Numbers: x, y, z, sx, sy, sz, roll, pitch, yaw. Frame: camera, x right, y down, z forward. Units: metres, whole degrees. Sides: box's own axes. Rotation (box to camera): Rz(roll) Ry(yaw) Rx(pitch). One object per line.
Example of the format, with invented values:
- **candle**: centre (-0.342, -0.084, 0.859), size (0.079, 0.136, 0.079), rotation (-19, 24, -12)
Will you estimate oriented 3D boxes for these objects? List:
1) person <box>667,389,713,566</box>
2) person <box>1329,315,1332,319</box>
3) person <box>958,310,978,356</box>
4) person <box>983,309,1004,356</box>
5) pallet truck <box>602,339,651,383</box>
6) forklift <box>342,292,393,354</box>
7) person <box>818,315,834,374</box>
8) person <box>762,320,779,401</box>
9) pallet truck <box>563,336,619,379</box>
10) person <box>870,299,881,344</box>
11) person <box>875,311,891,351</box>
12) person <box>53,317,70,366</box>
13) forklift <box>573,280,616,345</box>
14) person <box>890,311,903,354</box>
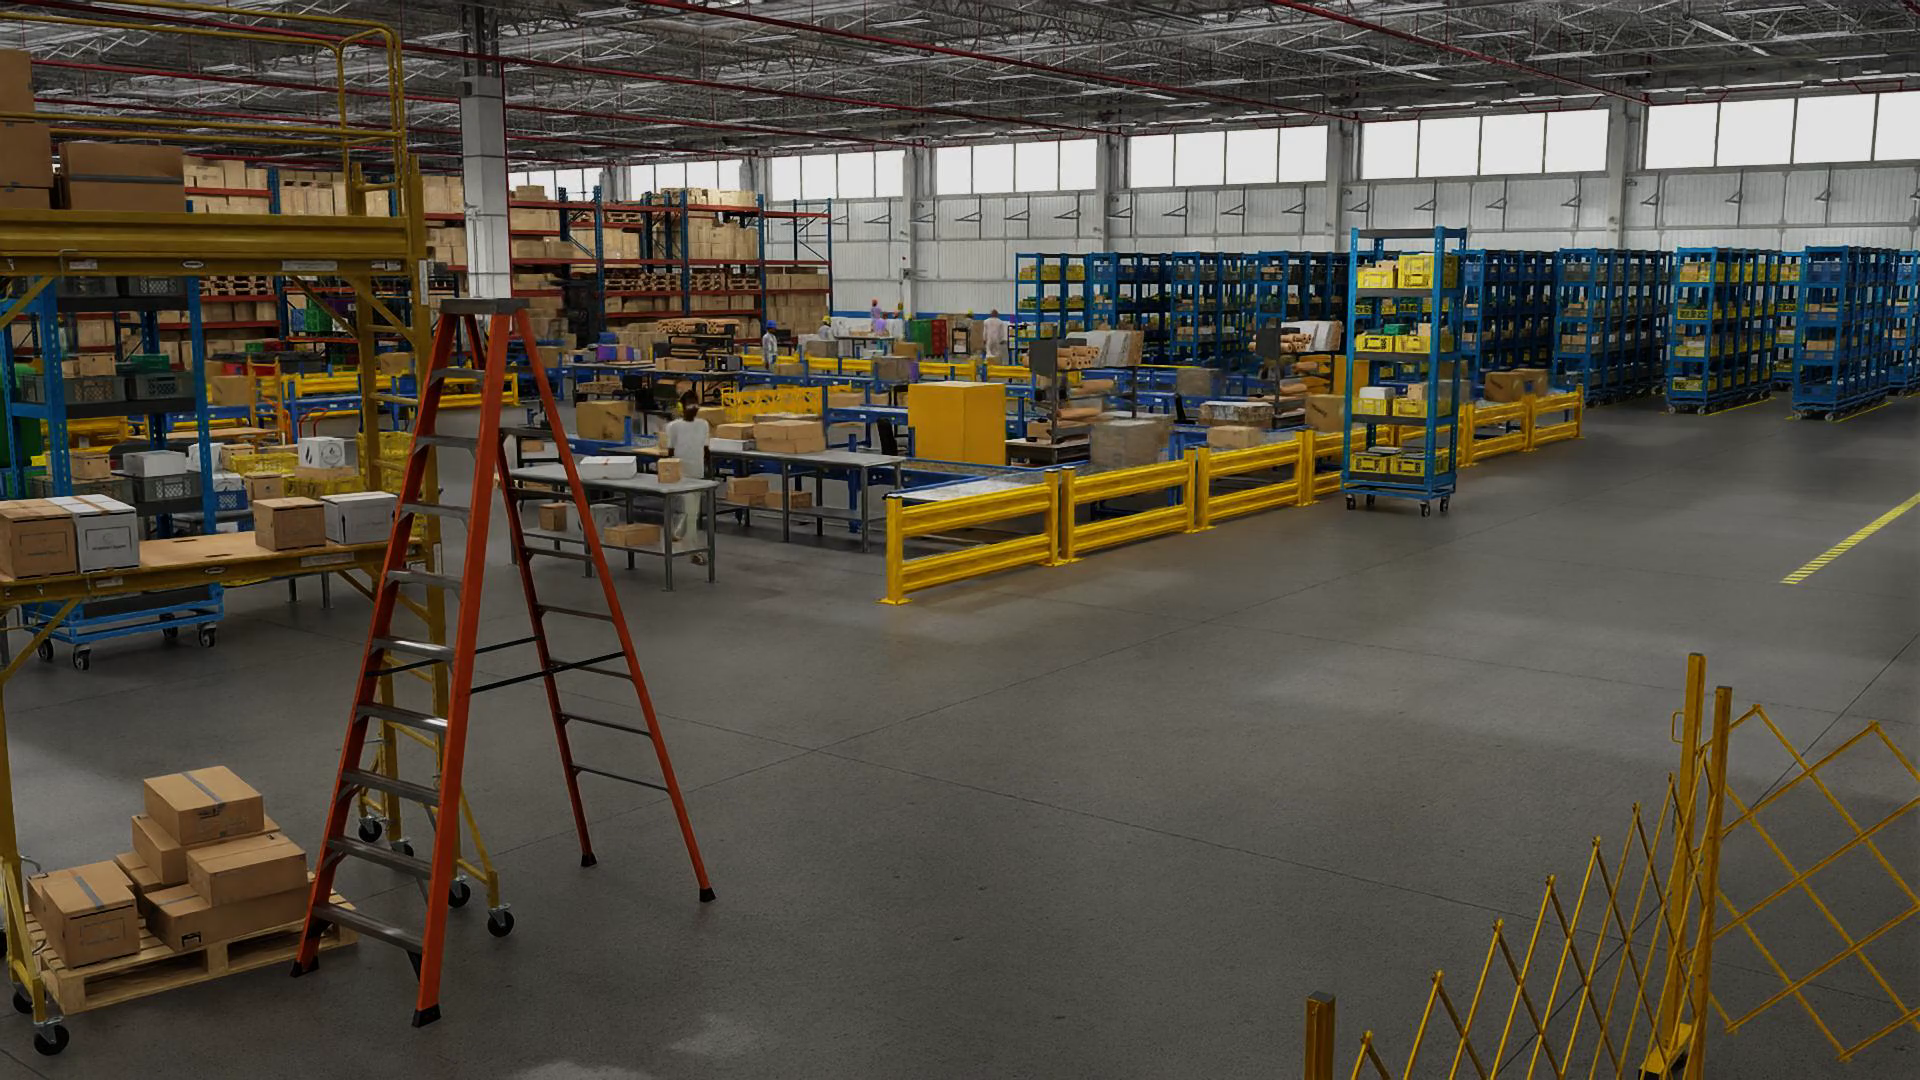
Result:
- **person**: centre (-2.876, -0.678, 17.525), size (0.526, 1.845, 0.846), rotation (-8, 12, -39)
- **person**: centre (11.877, -6.376, 53.115), size (0.403, 1.823, 0.586), rotation (3, 9, 17)
- **person**: centre (0.249, -7.601, 61.194), size (0.918, 1.685, 0.522), rotation (-5, 10, -26)
- **person**: centre (1.087, -6.438, 53.289), size (0.674, 1.888, 0.424), rotation (0, 9, 2)
- **pallet truck**: centre (-8.991, -4.871, 45.351), size (0.653, 1.274, 1.630), rotation (7, 11, 37)
- **forklift**: centre (-16.485, -5.622, 45.120), size (1.129, 2.768, 1.873), rotation (7, 11, 37)
- **person**: centre (-3.816, -5.545, 47.899), size (0.404, 1.832, 0.594), rotation (-9, 12, -43)
- **person**: centre (-4.475, -4.229, 39.322), size (0.406, 1.946, 0.608), rotation (2, 9, 12)
- **pallet truck**: centre (-10.690, -5.294, 48.215), size (1.601, 1.201, 0.680), rotation (-5, 10, -26)
- **person**: centre (-3.661, -9.367, 71.460), size (0.636, 1.921, 0.598), rotation (8, 12, 42)
- **person**: centre (-2.561, -6.603, 54.616), size (0.667, 1.806, 0.387), rotation (8, 12, 41)
- **person**: centre (-26.740, -5.717, 49.285), size (0.848, 1.729, 0.537), rotation (-7, 11, -37)
- **forklift**: centre (-12.147, -7.066, 54.134), size (1.129, 2.768, 1.873), rotation (7, 11, 37)
- **person**: centre (-2.274, -7.224, 58.782), size (0.557, 1.697, 0.887), rotation (-6, 11, -32)
